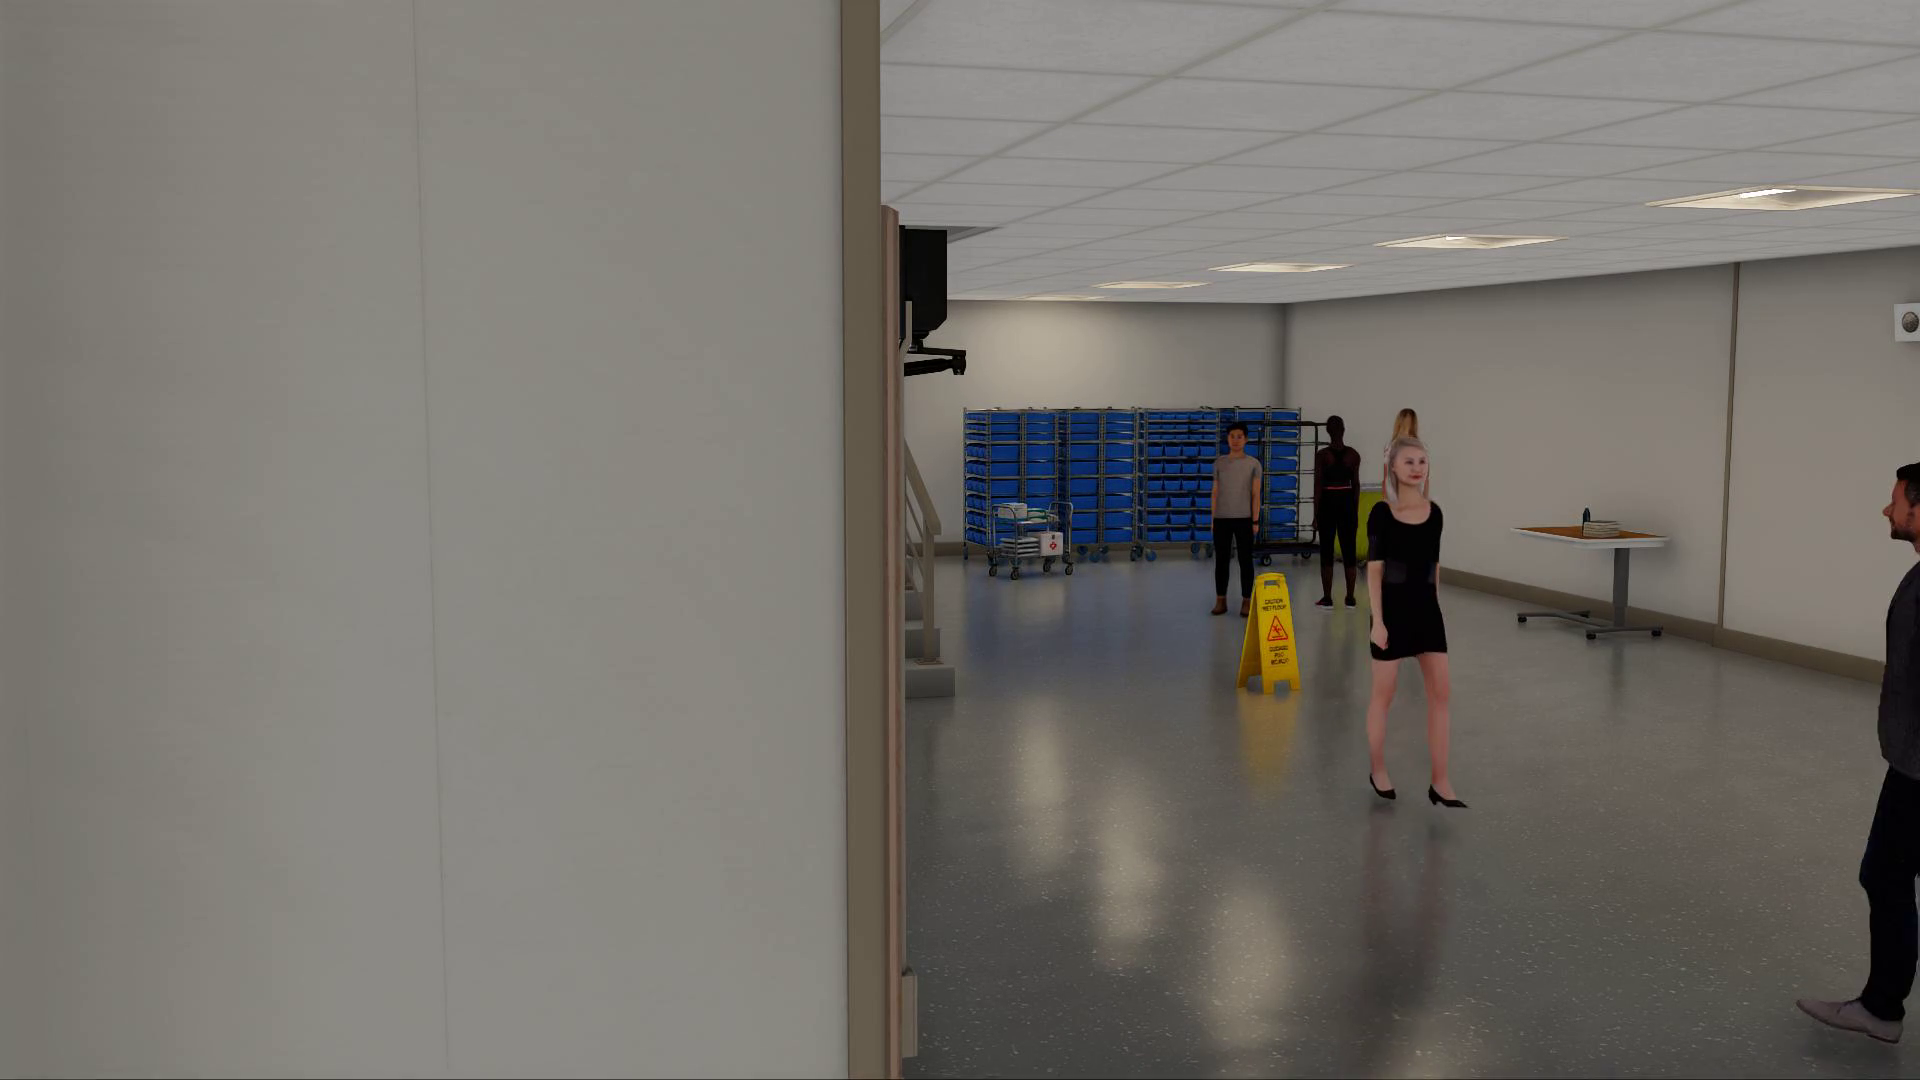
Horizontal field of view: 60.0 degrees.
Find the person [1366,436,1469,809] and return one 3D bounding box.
[{"bbox_3d":[2.163,0.407,8.285,0.597,1.808,0.877,-2,6,-16],"label":"person"}]

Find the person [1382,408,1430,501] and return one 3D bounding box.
[{"bbox_3d":[4.054,-0.291,15.132,0.634,1.827,0.581,0,6,-4],"label":"person"}]

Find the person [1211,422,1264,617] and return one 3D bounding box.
[{"bbox_3d":[2.441,-0.196,14.742,0.674,1.717,0.714,3,6,24],"label":"person"}]

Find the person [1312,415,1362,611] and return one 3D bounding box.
[{"bbox_3d":[3.424,-0.254,15.118,0.635,1.756,0.614,0,6,0],"label":"person"}]

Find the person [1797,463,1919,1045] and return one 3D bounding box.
[{"bbox_3d":[3.141,0.701,5.173,1.197,1.848,1.073,5,7,38],"label":"person"}]
